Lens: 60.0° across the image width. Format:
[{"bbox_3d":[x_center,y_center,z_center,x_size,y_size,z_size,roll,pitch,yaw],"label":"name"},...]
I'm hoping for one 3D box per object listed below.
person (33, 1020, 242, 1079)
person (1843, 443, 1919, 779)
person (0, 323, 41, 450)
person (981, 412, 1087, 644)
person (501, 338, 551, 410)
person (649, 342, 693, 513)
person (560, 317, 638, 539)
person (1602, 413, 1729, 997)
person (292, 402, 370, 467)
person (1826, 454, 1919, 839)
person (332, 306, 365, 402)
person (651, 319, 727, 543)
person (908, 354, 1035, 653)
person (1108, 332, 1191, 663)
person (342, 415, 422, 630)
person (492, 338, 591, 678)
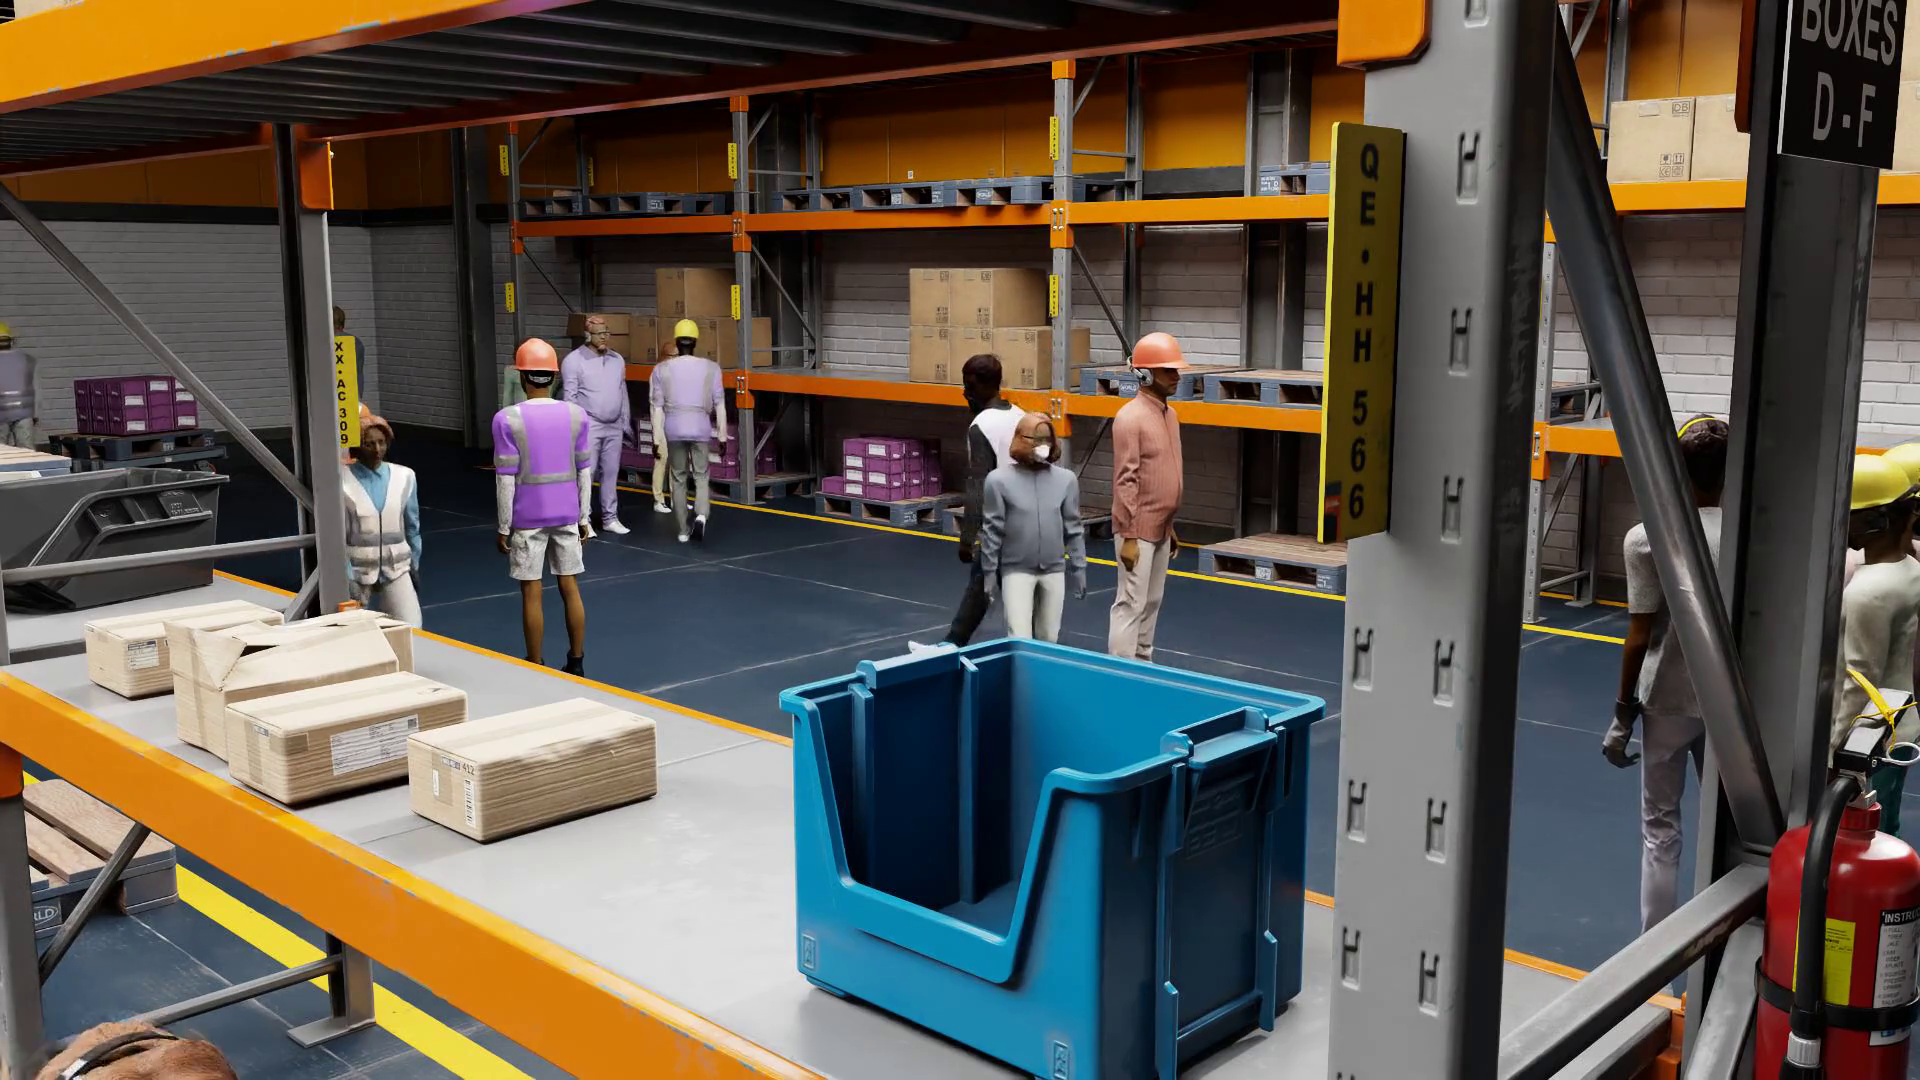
[{"bbox_3d":[-0.789,1.243,1.657,0.423,1.626,0.522,9,13,43],"label":"person"},{"bbox_3d":[2.996,0.565,5.389,0.532,1.767,0.328,-7,11,-35],"label":"person"},{"bbox_3d":[-9.349,-1.232,16.317,0.603,1.785,0.888,-9,13,-43],"label":"person"},{"bbox_3d":[0.371,0.182,8.150,0.527,1.619,0.349,-4,10,-21],"label":"person"},{"bbox_3d":[-4.561,-1.335,17.601,0.509,1.592,0.863,-5,11,-30],"label":"person"},{"bbox_3d":[-2.766,-1.073,15.866,0.286,1.626,0.493,6,11,33],"label":"person"},{"bbox_3d":[-3.106,-0.975,14.419,0.398,1.904,0.689,8,12,41],"label":"person"},{"bbox_3d":[2.277,0.543,5.208,0.513,1.871,0.329,-1,9,-4],"label":"person"},{"bbox_3d":[-4.381,-0.422,11.652,0.538,1.695,0.319,-2,10,-15],"label":"person"},{"bbox_3d":[2.755,0.615,5.106,0.322,1.761,0.522,8,12,39],"label":"person"},{"bbox_3d":[-6.294,-1.401,16.917,0.377,1.940,0.629,3,10,19],"label":"person"},{"bbox_3d":[-2.265,-0.890,13.908,0.625,1.899,0.630,-2,9,-10],"label":"person"},{"bbox_3d":[0.156,-0.100,9.218,1.009,1.850,0.631,4,10,24],"label":"person"},{"bbox_3d":[0.976,-0.062,8.531,0.392,1.995,0.612,5,11,29],"label":"person"},{"bbox_3d":[-2.813,0.201,8.112,0.513,1.600,0.811,-8,12,-39],"label":"person"},{"bbox_3d":[-2.290,-0.128,9.114,0.547,1.938,0.359,-7,12,-36],"label":"person"}]
